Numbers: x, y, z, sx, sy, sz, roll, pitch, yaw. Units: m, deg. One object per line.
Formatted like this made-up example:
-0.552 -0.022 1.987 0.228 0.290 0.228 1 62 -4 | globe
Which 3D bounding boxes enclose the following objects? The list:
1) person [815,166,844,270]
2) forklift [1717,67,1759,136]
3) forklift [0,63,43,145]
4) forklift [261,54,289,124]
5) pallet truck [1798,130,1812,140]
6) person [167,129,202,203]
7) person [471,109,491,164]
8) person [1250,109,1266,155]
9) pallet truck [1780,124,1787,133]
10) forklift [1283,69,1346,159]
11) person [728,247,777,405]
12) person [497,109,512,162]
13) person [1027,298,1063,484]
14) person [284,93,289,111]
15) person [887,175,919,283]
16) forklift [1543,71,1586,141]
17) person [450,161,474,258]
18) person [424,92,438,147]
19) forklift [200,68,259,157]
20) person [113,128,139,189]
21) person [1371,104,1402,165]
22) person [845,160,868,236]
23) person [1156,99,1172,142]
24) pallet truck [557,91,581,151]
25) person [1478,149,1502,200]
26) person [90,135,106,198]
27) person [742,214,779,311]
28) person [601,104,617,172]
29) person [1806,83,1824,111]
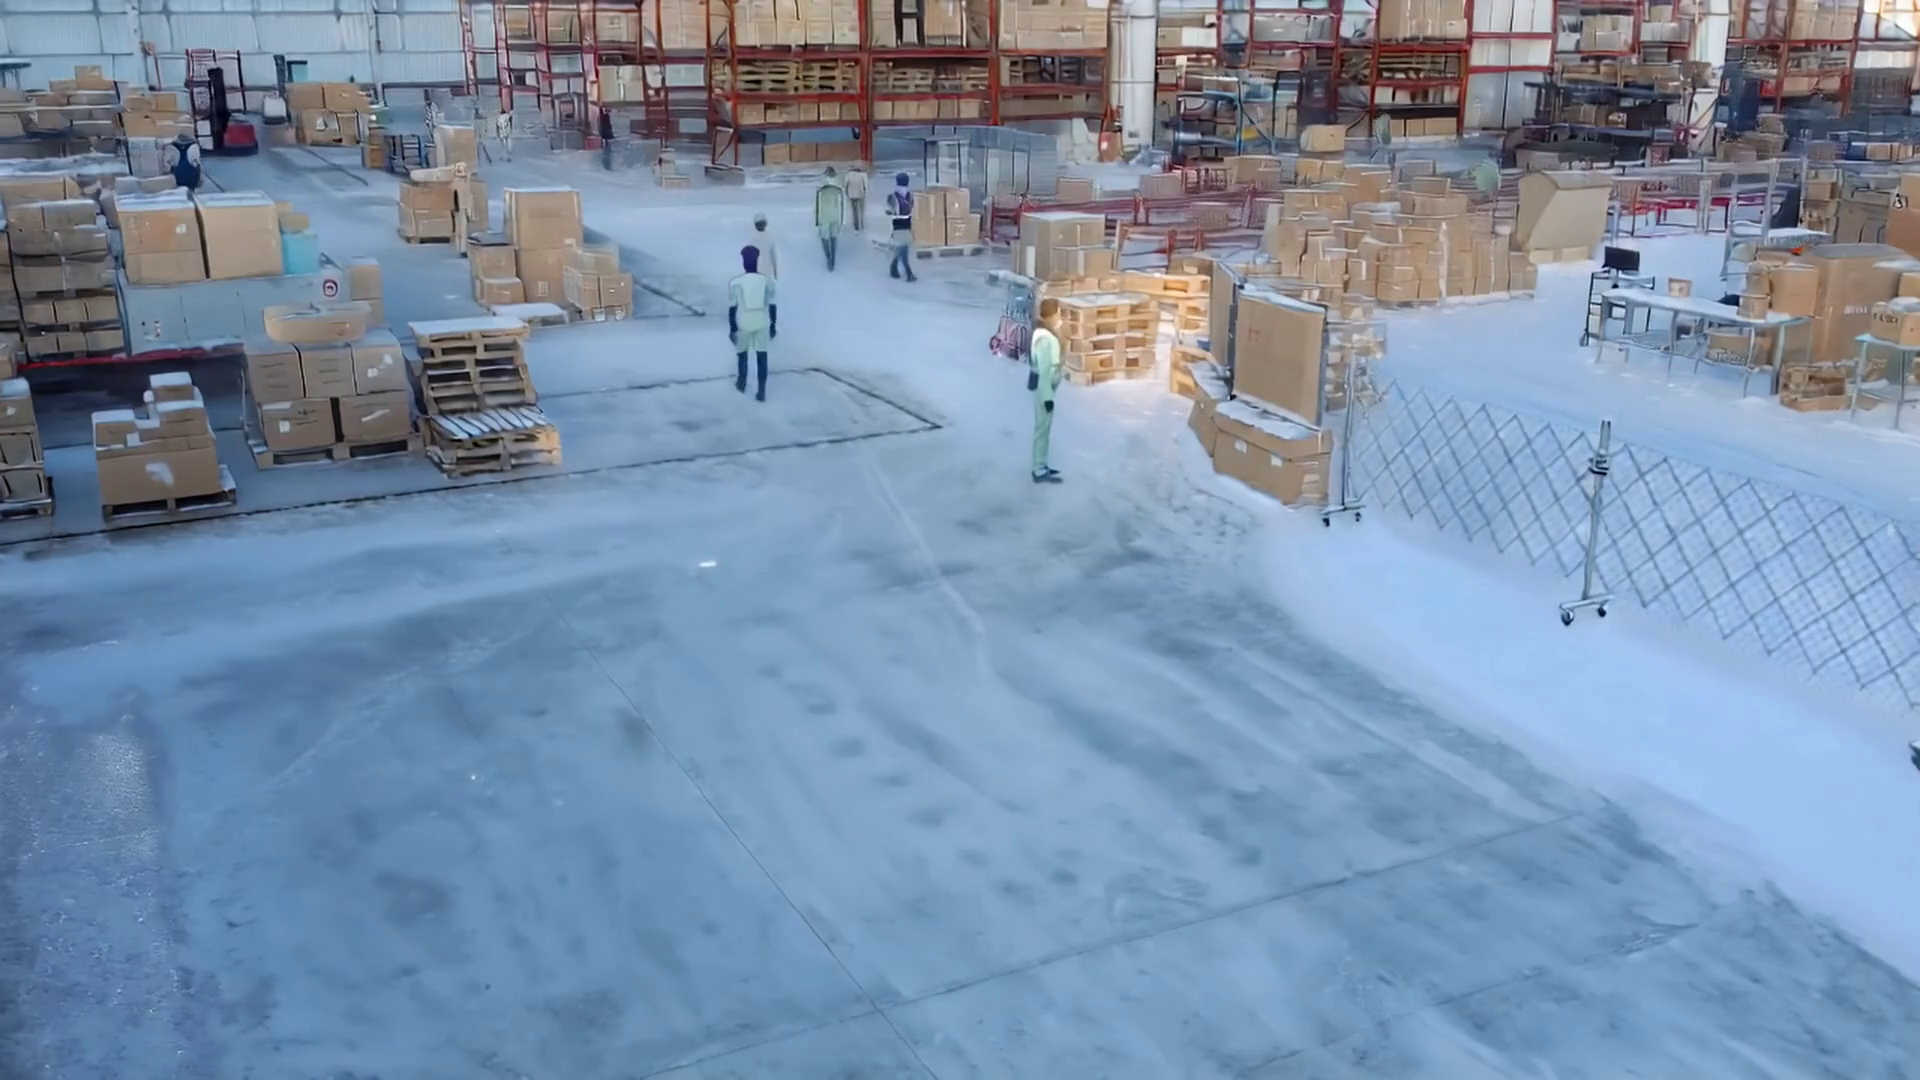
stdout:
-2.423 -6.000 31.096 0.553 1.918 0.664 -5 19 -16 | person
26.296 -14.510 56.071 1.129 2.768 1.873 -9 20 -26 | forklift
-34.234 -15.639 59.592 1.129 2.768 1.873 3 18 9 | forklift
-28.620 -19.103 70.388 1.873 2.768 1.129 -9 20 -26 | forklift
25.526 -11.556 49.408 1.630 1.274 0.653 -9 20 -26 | pallet truck
-18.206 -8.637 39.113 0.710 2.000 0.545 -9 20 -25 | person
-15.083 -12.677 52.269 0.544 1.684 0.546 16 24 41 | person
9.385 -12.780 52.652 0.544 1.644 0.863 -4 18 -12 | person
25.206 -12.542 52.601 1.601 1.201 0.680 0 18 -2 | pallet truck
11.615 -13.871 54.079 1.129 2.768 1.873 -9 20 -27 | forklift
-2.615 -2.702 20.787 0.634 1.921 0.971 -6 19 -18 | person
-14.546 -12.919 53.111 0.524 1.639 0.306 9 20 25 | person
0.887 -1.549 17.209 0.390 1.922 0.591 0 18 1 | person
-25.502 -16.431 63.588 0.376 1.933 0.544 13 22 35 | person
-1.039 -5.629 29.993 0.558 1.890 0.977 -12 22 -34 | person
18.685 -13.231 52.085 1.873 2.768 1.129 -9 20 -26 | forklift
-9.793 -6.522 32.796 0.328 1.872 0.514 6 19 18 | person
-18.591 -14.798 58.536 0.391 1.912 0.589 -12 21 -32 | person
-24.369 -14.147 54.940 1.873 2.768 1.129 -9 20 -26 | forklift
-20.873 -9.330 41.516 0.983 1.904 0.645 -10 21 -29 | person
13.294 -12.598 51.733 1.017 1.880 0.559 8 19 23 | person
-2.242 -7.424 36.061 0.503 1.588 0.830 -1 18 -5 | person
7.392 -15.131 60.091 0.514 1.573 0.867 -6 19 -19 | person
-13.495 -14.412 57.188 0.823 1.965 1.885 -3 18 -9 | pallet truck
11.535 -7.589 36.215 0.416 1.821 0.609 -7 19 -21 | person
-22.058 -9.546 42.600 0.365 1.626 0.533 -4 18 -12 | person
-3.061 -4.145 25.638 0.539 1.716 0.926 -7 19 -22 | person
-10.523 -12.006 49.691 0.379 1.996 0.611 -7 19 -21 | person
32.746 -16.495 63.717 0.746 1.978 0.626 -9 20 -25 | person
